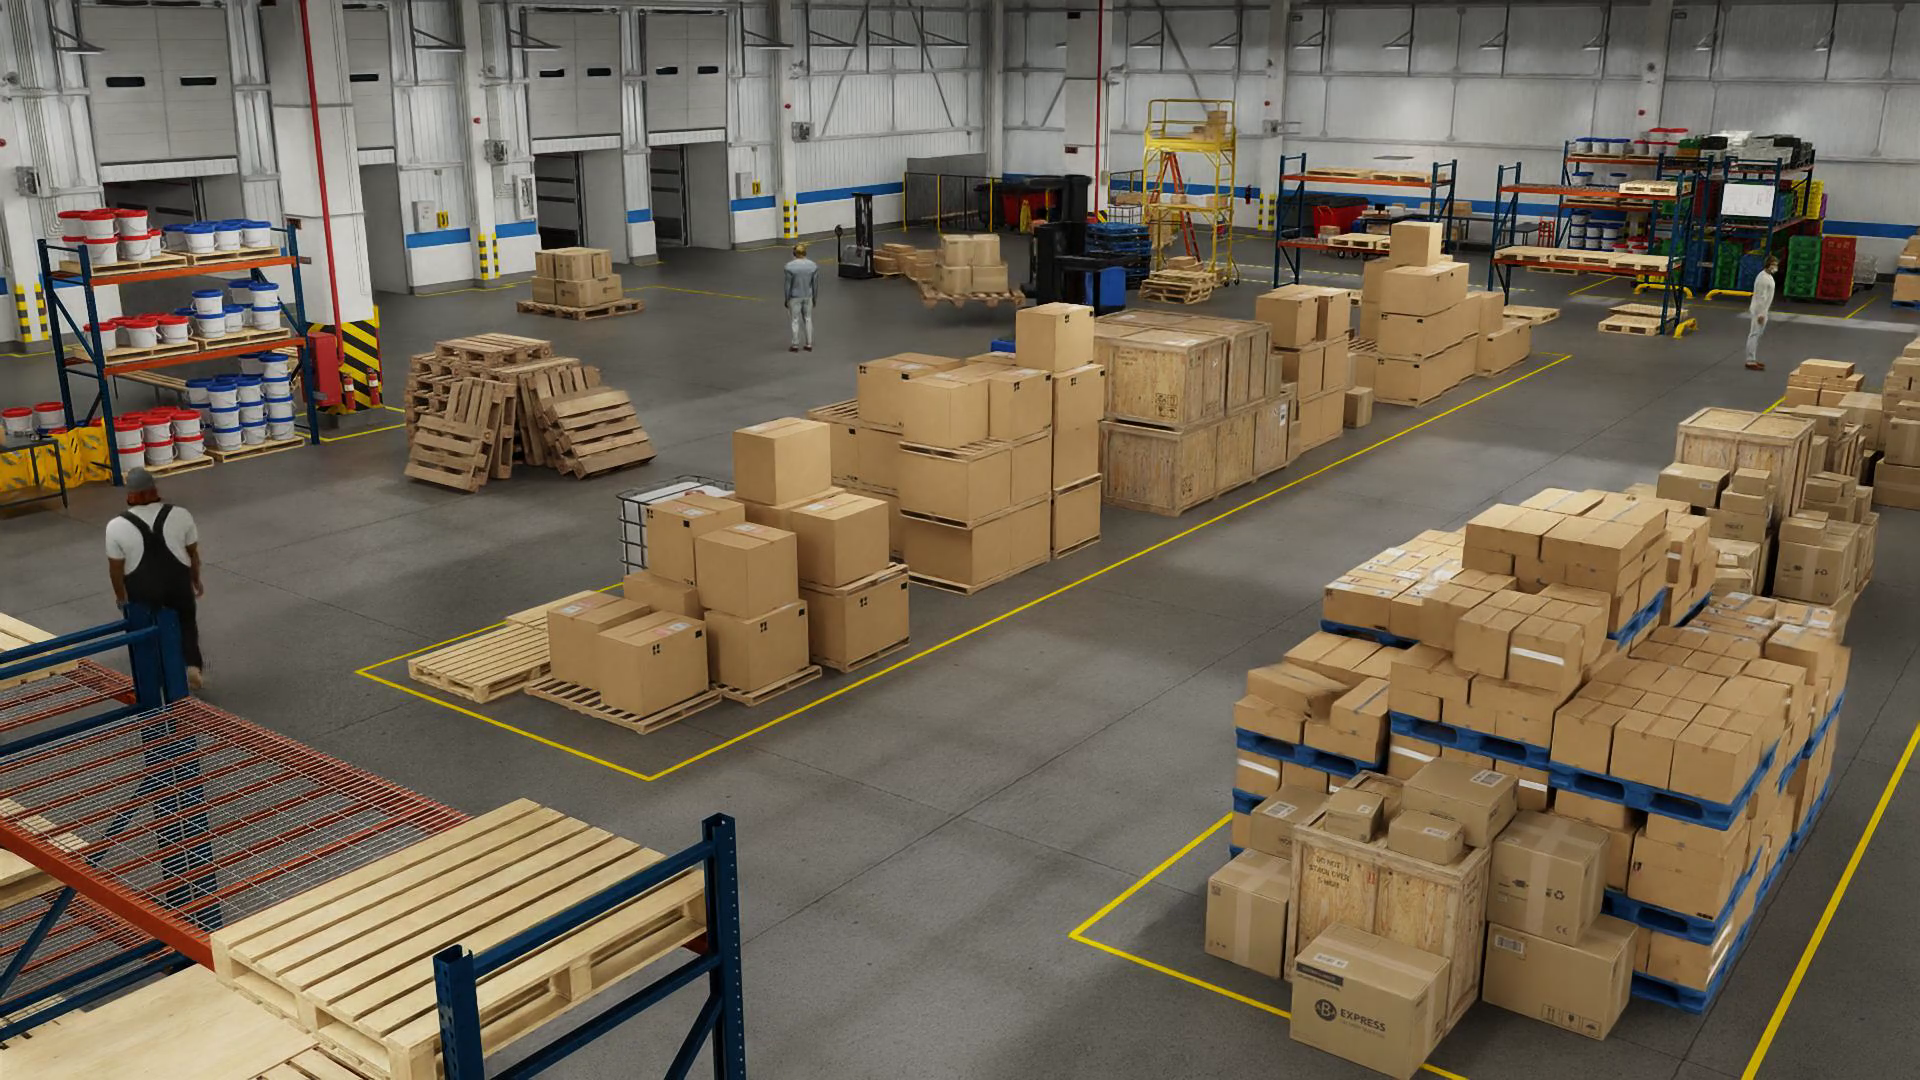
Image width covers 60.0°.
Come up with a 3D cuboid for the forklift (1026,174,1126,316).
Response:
[{"bbox_3d":[2.327,-5.821,33.050,1.873,2.768,1.129,-1,17,-5],"label":"forklift"}]

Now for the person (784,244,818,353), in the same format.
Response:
[{"bbox_3d":[-2.834,-4.310,29.679,0.636,1.928,0.383,-9,19,-26],"label":"person"}]

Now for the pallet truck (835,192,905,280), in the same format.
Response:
[{"bbox_3d":[-1.936,-7.159,38.982,1.885,1.965,0.823,-12,21,-34],"label":"pallet truck"}]

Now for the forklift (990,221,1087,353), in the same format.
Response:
[{"bbox_3d":[1.461,-3.273,24.613,1.873,2.768,1.129,12,21,35],"label":"forklift"}]

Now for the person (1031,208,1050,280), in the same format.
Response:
[{"bbox_3d":[1.857,-6.867,38.599,0.533,1.660,0.856,6,18,20],"label":"person"}]

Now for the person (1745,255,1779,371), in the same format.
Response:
[{"bbox_3d":[13.534,-3.836,28.089,0.371,1.935,0.627,9,19,26],"label":"person"}]

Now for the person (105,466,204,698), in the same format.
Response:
[{"bbox_3d":[-6.767,0.358,14.017,0.712,2.000,0.577,-10,19,-30],"label":"person"}]
